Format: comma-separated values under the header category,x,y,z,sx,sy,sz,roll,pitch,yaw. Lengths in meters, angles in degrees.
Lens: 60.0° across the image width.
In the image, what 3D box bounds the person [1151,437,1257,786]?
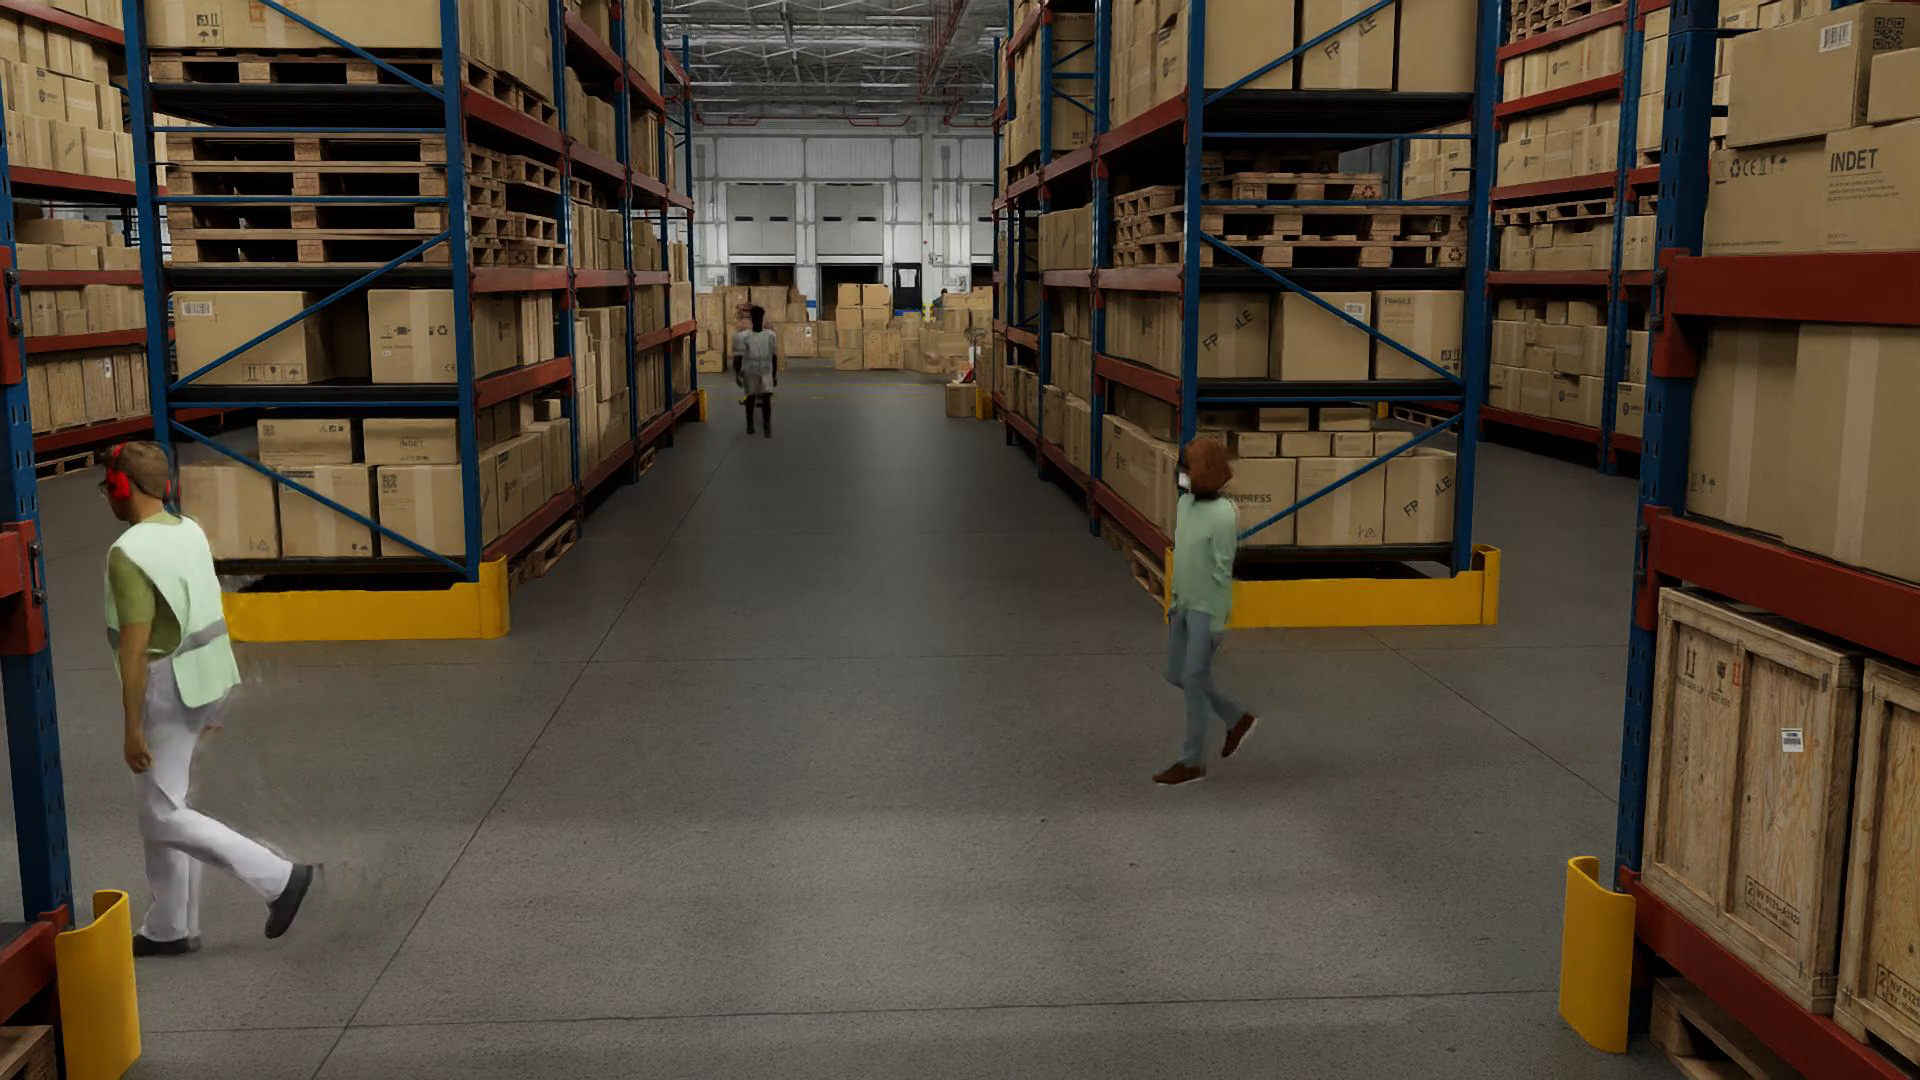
category,x,y,z,sx,sy,sz,roll,pitch,yaw
person,1.141,0.324,7.704,0.506,1.618,0.523,-3,9,-17

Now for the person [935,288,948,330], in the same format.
category,x,y,z,sx,sy,sz,roll,pitch,yaw
person,-0.518,-7.283,54.506,0.636,1.938,0.358,4,10,26

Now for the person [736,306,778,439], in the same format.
category,x,y,z,sx,sy,sz,roll,pitch,yaw
person,-2.979,-2.466,24.337,0.622,1.923,0.998,-3,9,-16

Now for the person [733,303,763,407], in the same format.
category,x,y,z,sx,sy,sz,roll,pitch,yaw
person,-3.804,-3.299,29.744,0.748,1.858,0.722,4,10,26

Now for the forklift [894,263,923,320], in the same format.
category,x,y,z,sx,sy,sz,roll,pitch,yaw
forklift,-1.945,-8.926,61.875,1.129,2.768,1.873,-1,9,-4

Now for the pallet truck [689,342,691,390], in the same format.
category,x,y,z,sx,sy,sz,roll,pitch,yaw
pallet truck,-5.225,-3.008,27.480,1.885,1.965,0.823,2,9,14

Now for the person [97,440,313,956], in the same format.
category,x,y,z,sx,sy,sz,roll,pitch,yaw
person,-2.629,0.560,5.706,0.661,1.807,0.592,-1,9,-5
